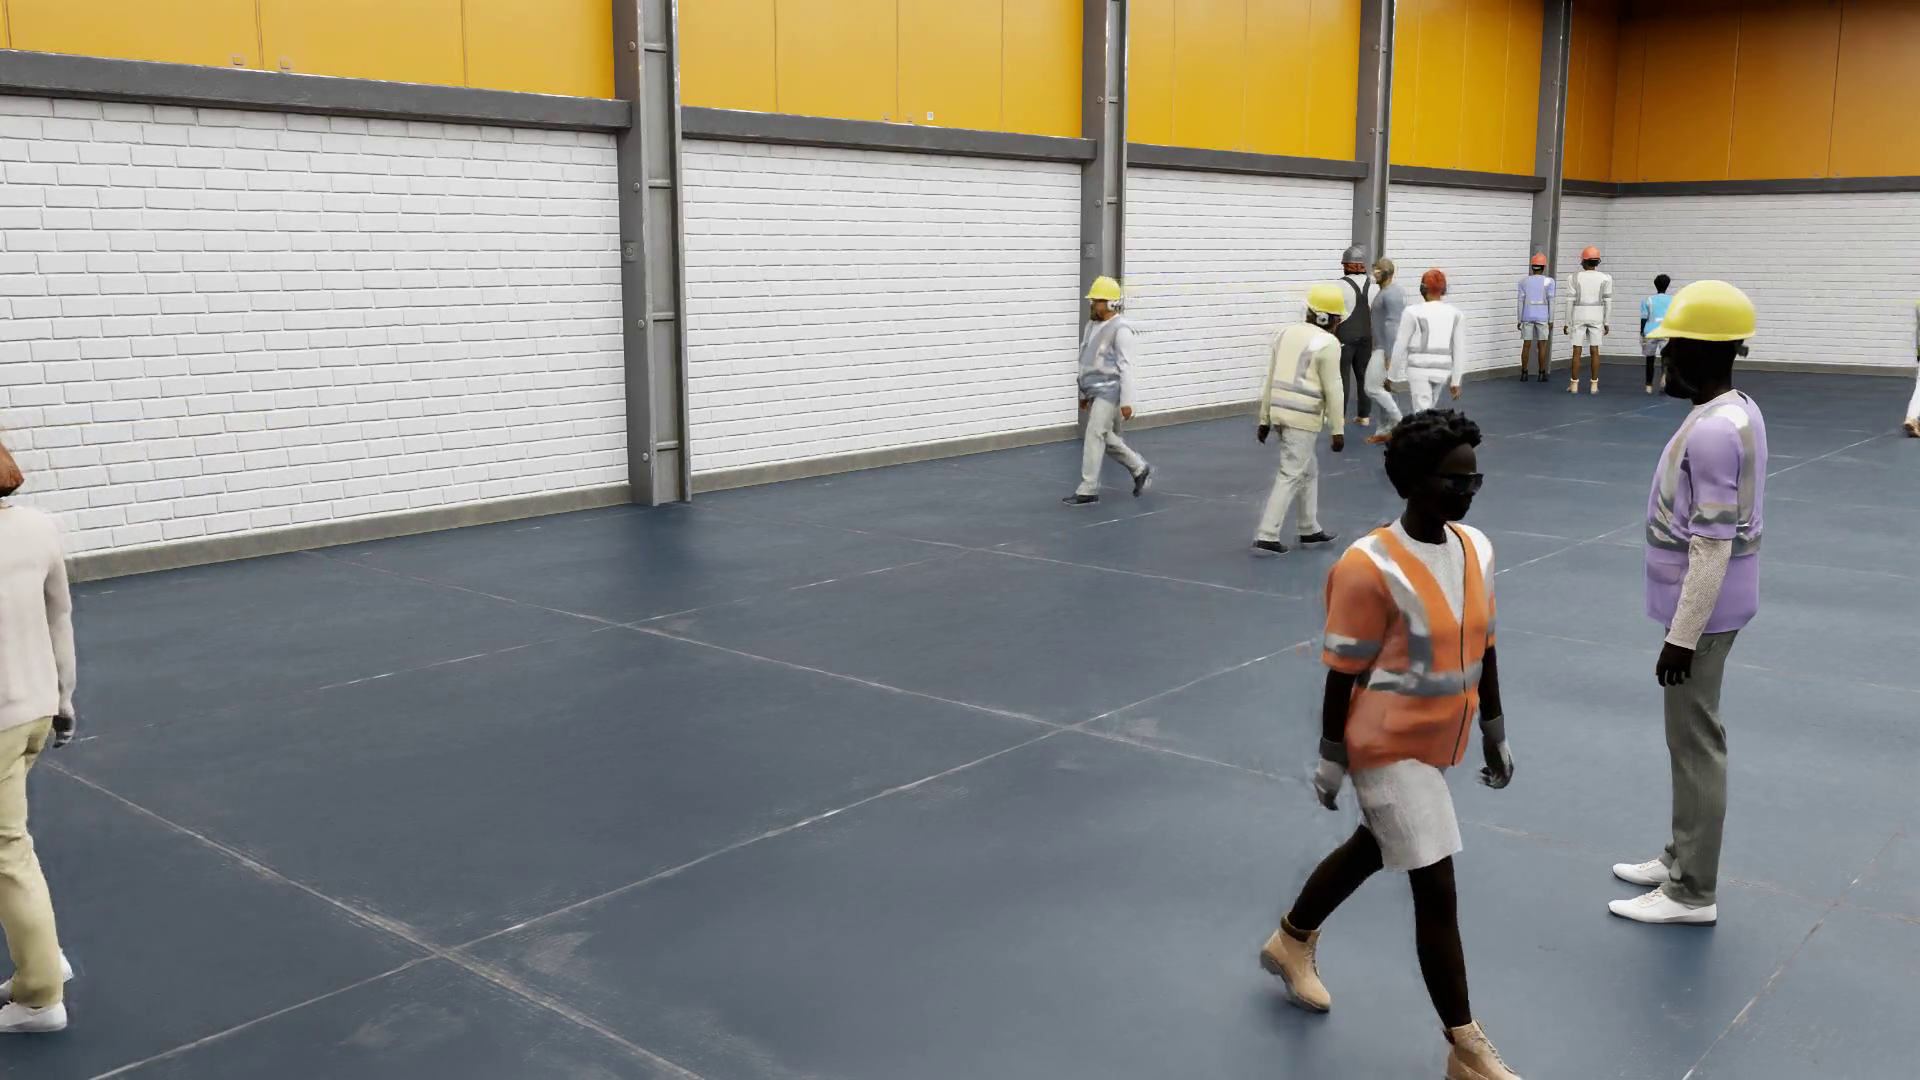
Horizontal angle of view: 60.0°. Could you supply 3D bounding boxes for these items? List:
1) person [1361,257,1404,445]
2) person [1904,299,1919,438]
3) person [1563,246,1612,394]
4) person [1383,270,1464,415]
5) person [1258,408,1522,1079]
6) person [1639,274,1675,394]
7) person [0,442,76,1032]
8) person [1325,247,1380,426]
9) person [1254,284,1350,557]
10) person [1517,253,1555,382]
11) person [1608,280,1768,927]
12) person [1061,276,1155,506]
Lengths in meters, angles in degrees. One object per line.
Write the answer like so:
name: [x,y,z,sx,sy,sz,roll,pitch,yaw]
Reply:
person: [4.325,-1.918,17.028,0.436,1.924,0.649,1,10,6]
person: [10.490,-1.992,17.776,0.895,1.815,0.617,-9,13,-40]
person: [8.734,-3.059,23.175,0.615,2.047,0.356,2,10,11]
person: [4.018,-1.412,14.426,0.587,1.840,0.951,-4,11,-21]
person: [1.077,0.483,4.127,0.533,1.653,0.884,-9,13,-41]
person: [9.642,-2.825,22.920,0.538,1.677,0.721,3,11,19]
person: [-2.509,0.476,4.238,0.425,1.618,0.522,1,10,6]
person: [4.432,-2.317,18.973,0.672,2.000,0.536,-3,11,-19]
person: [2.279,-0.781,10.951,0.830,1.781,0.614,-4,11,-21]
person: [8.722,-3.360,25.200,0.542,1.939,0.364,5,11,27]
person: [2.193,0.195,4.986,0.360,1.930,0.587,5,11,24]
person: [1.191,-1.176,13.145,0.818,1.809,0.596,-4,11,-20]
